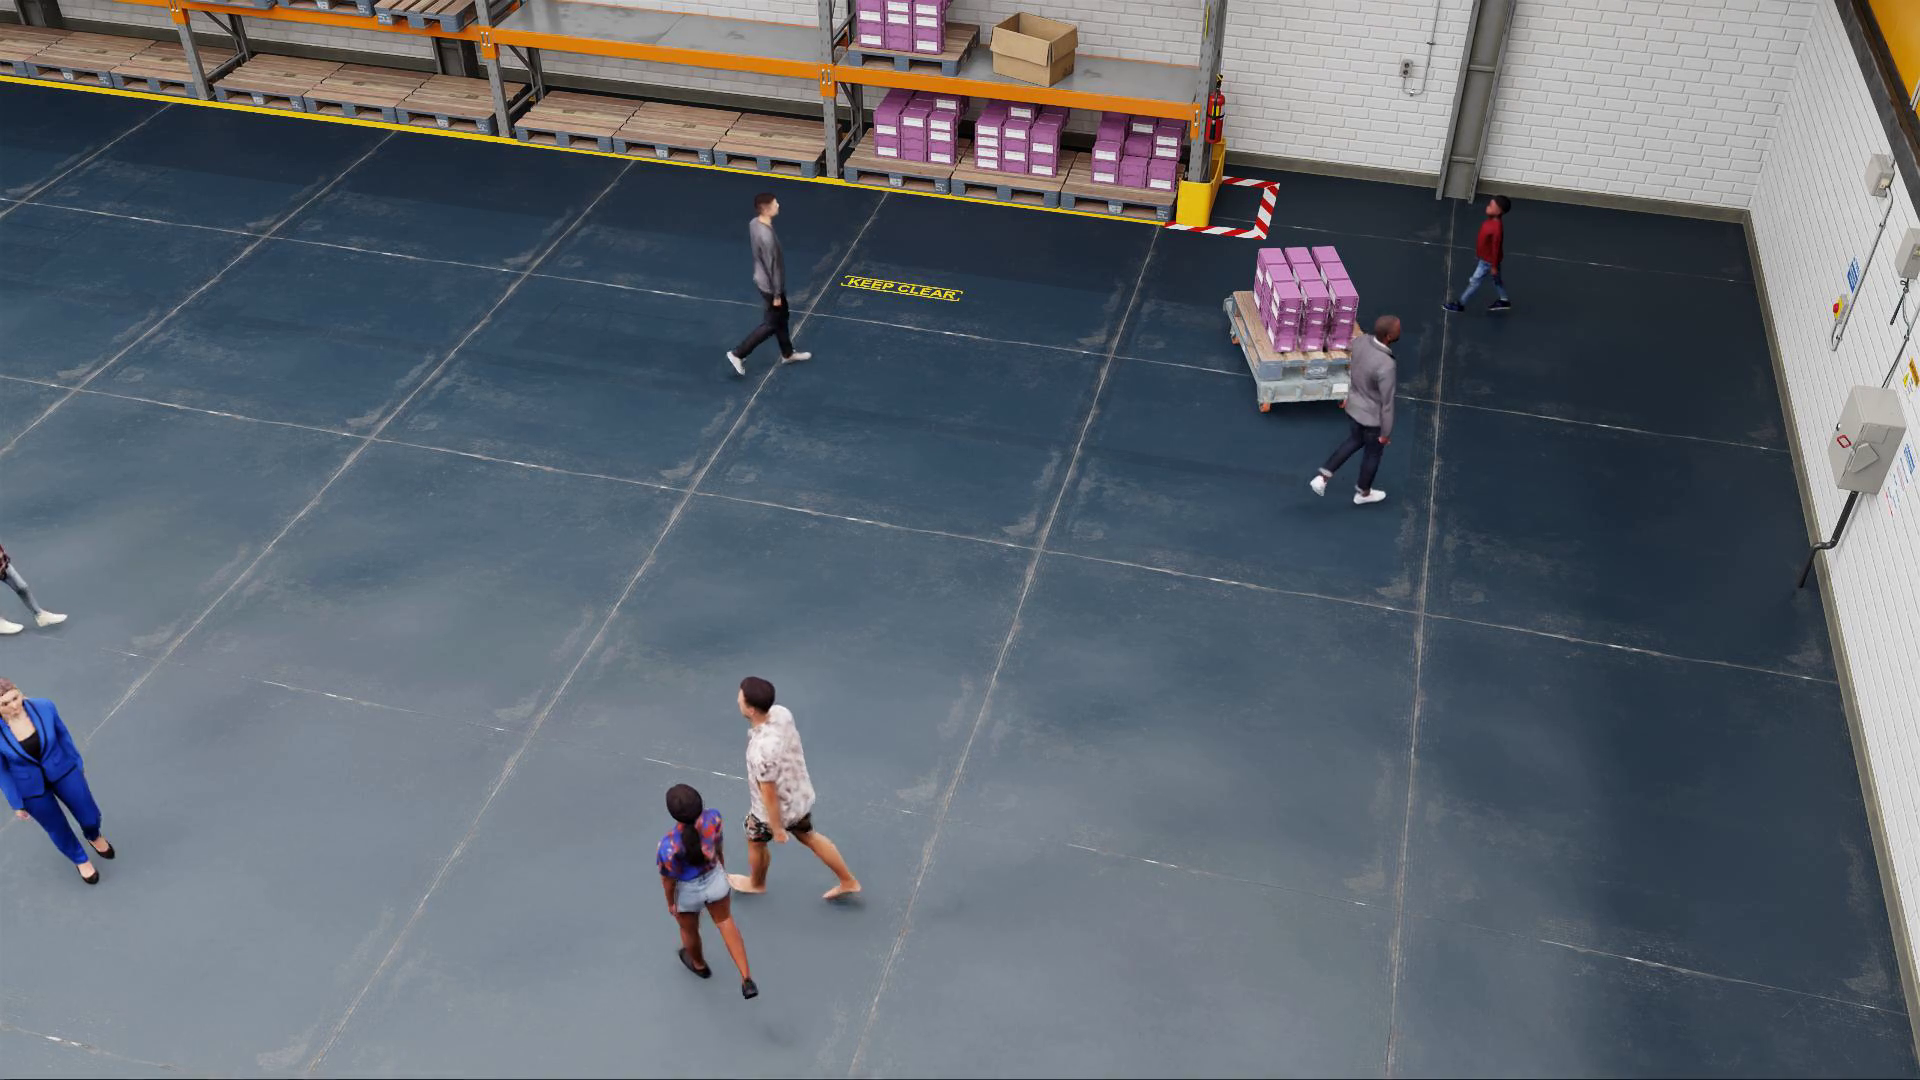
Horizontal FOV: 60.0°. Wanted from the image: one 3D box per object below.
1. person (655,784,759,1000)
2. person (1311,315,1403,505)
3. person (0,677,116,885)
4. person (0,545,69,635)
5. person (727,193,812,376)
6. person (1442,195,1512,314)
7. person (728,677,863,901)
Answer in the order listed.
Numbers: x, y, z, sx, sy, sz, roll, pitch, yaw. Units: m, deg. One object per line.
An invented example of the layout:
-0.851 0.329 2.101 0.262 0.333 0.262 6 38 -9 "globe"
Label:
-1.444 2.035 9.498 0.921 1.728 1.037 -26 46 -29 "person"
3.179 -1.003 13.242 1.087 1.803 1.006 -14 41 -17 "person"
-5.679 1.450 10.262 0.740 1.689 0.773 -31 48 -33 "person"
-7.171 0.193 12.160 0.831 1.284 0.662 0 39 0 "person"
-1.776 -2.266 14.870 1.132 1.744 1.001 -14 41 -17 "person"
5.107 -2.689 15.812 0.877 1.230 0.541 8 39 9 "person"
-0.995 1.571 10.038 1.101 1.779 0.694 10 40 13 "person"
